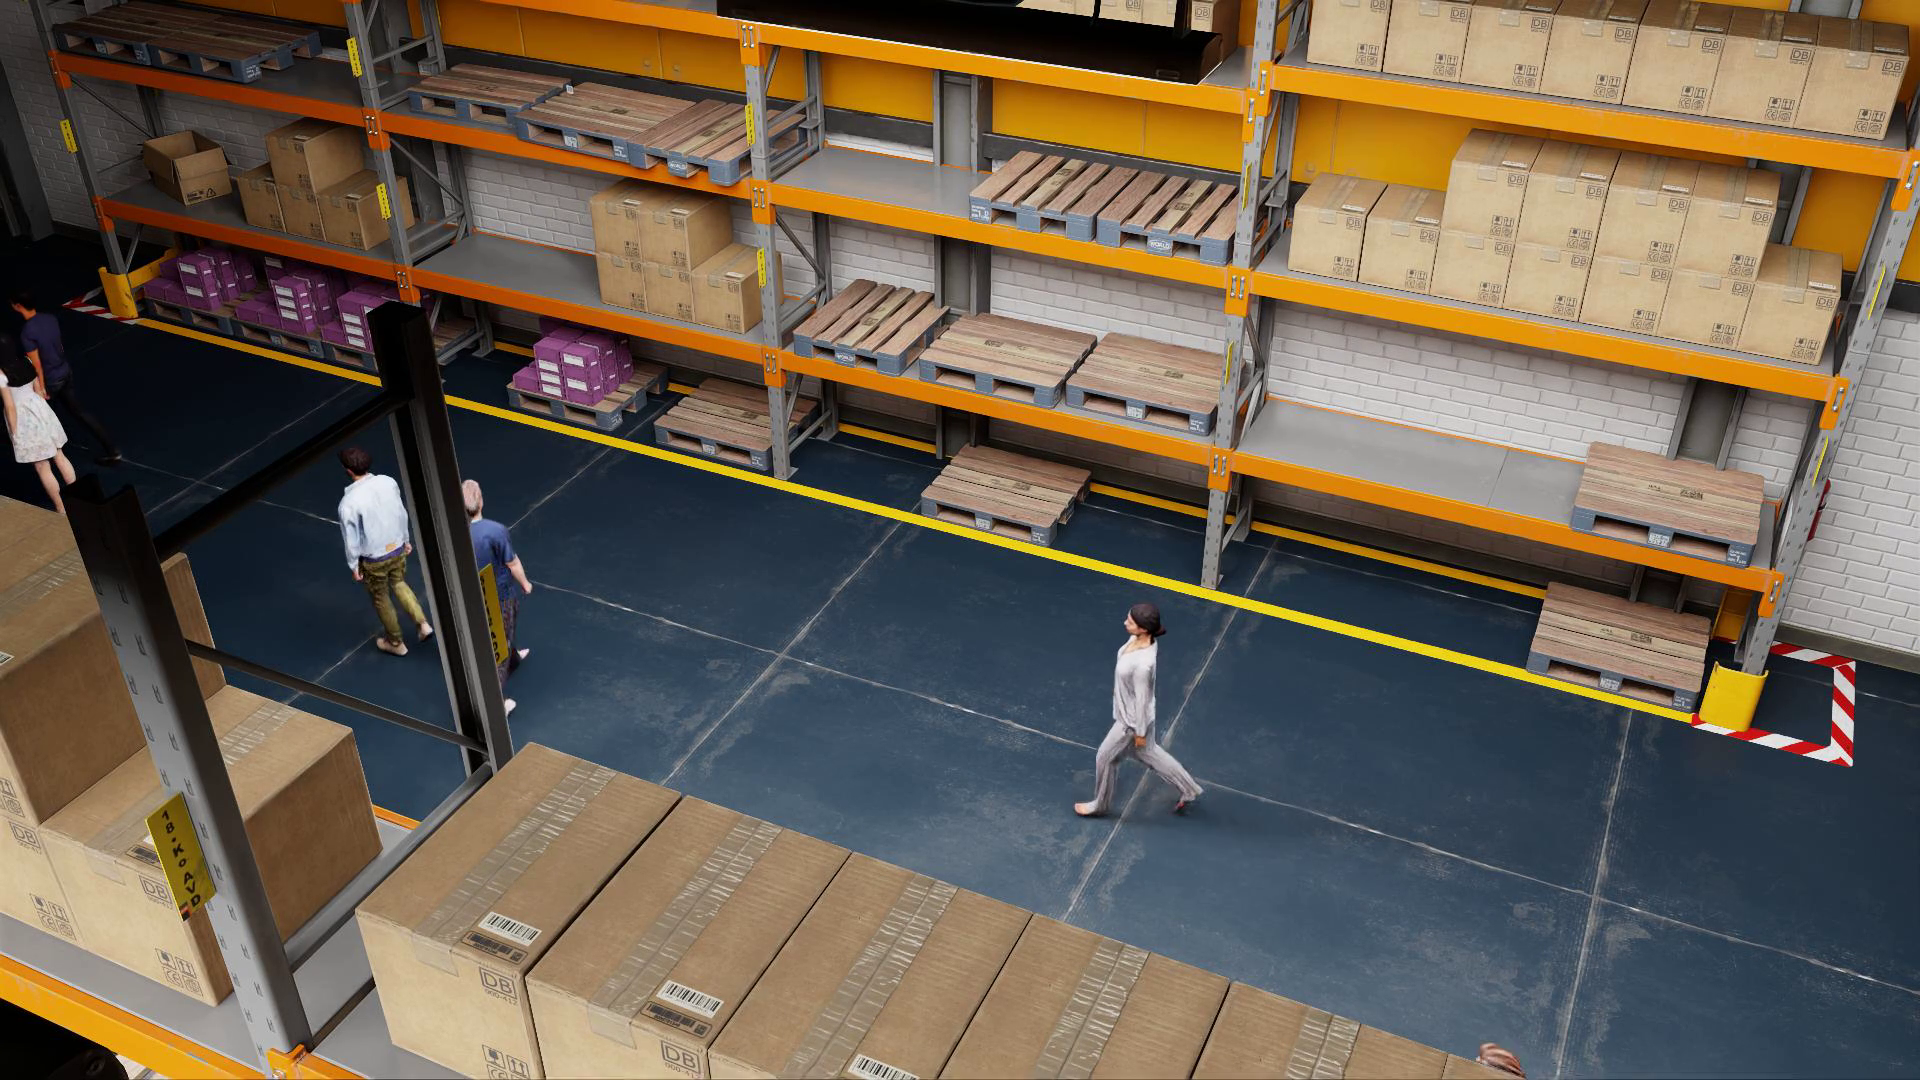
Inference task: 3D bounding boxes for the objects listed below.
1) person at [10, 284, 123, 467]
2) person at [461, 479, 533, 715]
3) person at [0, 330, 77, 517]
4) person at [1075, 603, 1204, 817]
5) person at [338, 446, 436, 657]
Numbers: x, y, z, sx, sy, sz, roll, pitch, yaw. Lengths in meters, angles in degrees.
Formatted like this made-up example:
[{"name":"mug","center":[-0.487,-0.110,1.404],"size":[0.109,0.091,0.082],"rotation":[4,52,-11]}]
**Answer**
[{"name":"person","center":[-7.888,-1.403,14.608],"size":[1.139,1.755,0.858],"rotation":[6,34,8]},{"name":"person","center":[-3.324,0.442,11.759],"size":[1.042,1.836,0.828],"rotation":[9,35,13]},{"name":"person","center":[-7.748,-0.942,13.899],"size":[0.681,1.773,0.687],"rotation":[9,35,13]},{"name":"person","center":[1.225,1.132,10.808],"size":[1.133,1.740,0.782],"rotation":[5,34,8]},{"name":"person","center":[-4.221,0.118,12.282],"size":[0.805,1.798,0.736],"rotation":[19,38,27]}]
